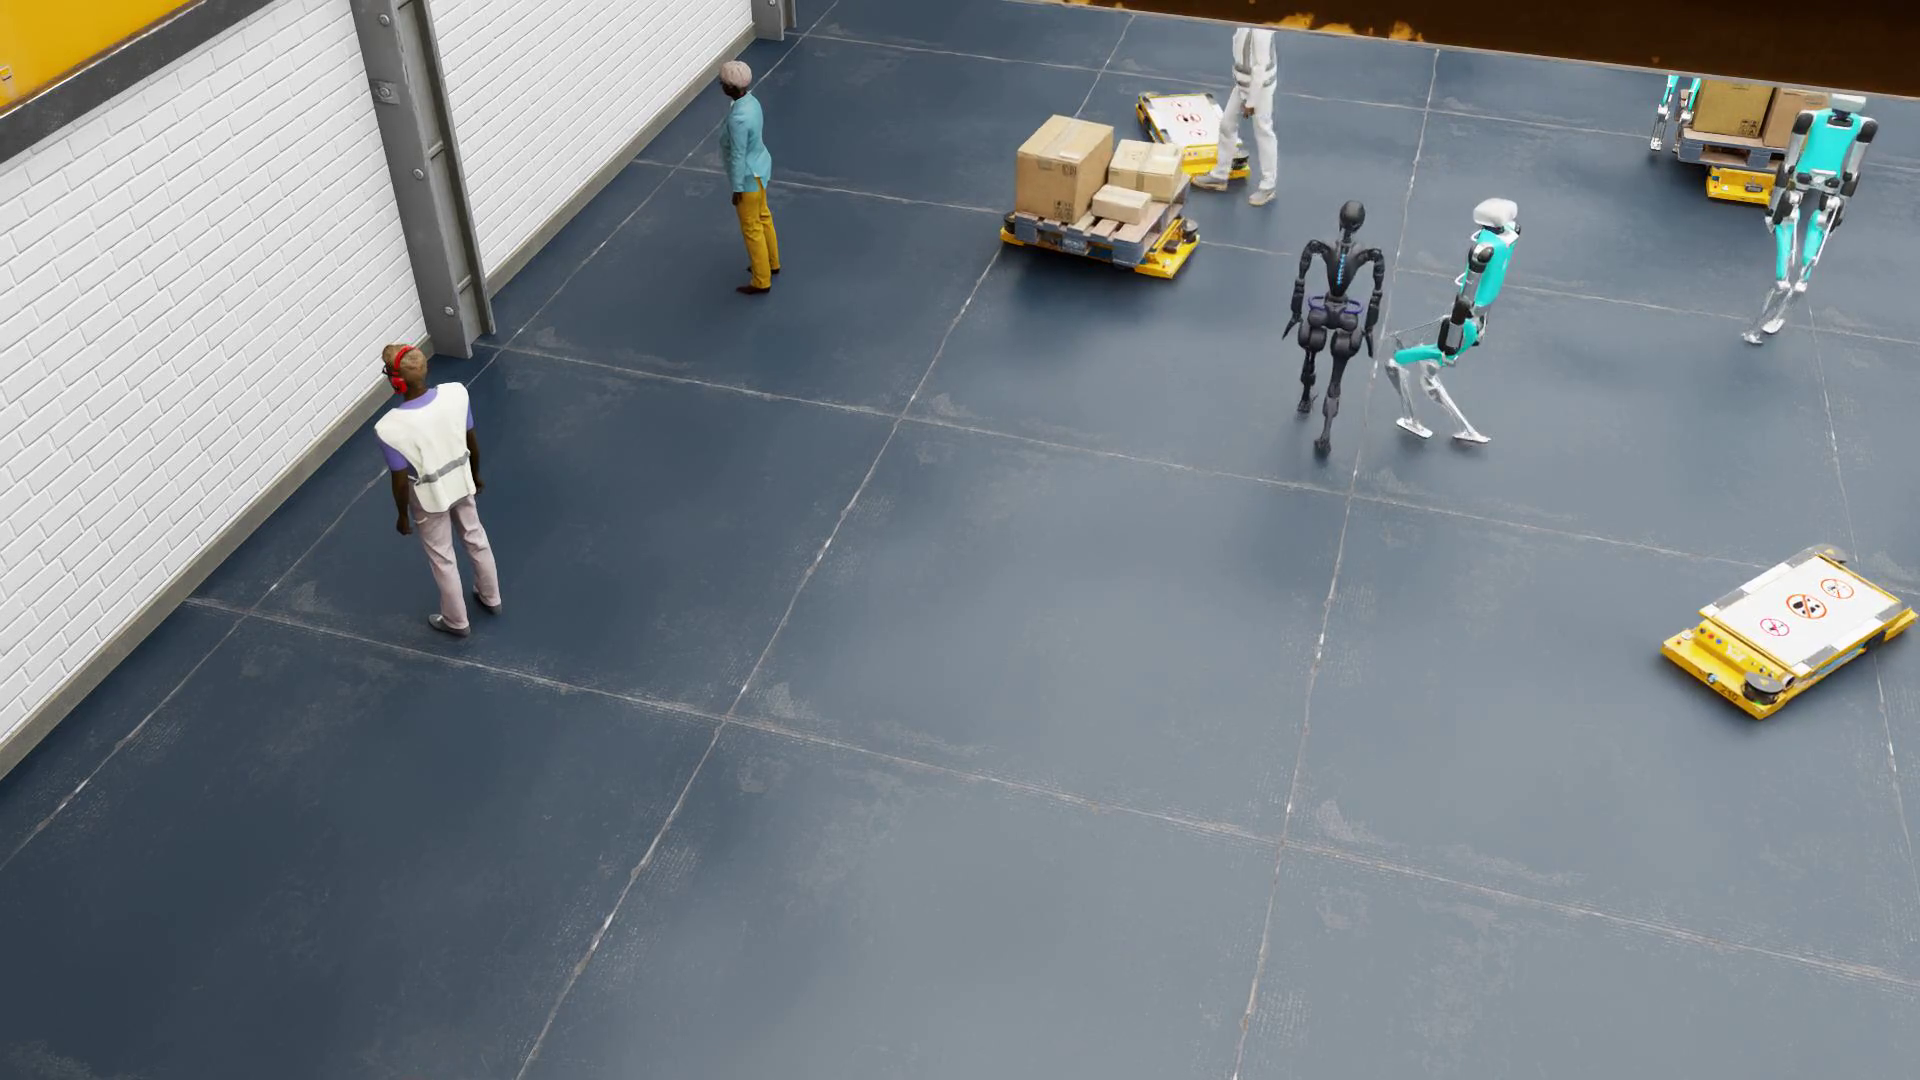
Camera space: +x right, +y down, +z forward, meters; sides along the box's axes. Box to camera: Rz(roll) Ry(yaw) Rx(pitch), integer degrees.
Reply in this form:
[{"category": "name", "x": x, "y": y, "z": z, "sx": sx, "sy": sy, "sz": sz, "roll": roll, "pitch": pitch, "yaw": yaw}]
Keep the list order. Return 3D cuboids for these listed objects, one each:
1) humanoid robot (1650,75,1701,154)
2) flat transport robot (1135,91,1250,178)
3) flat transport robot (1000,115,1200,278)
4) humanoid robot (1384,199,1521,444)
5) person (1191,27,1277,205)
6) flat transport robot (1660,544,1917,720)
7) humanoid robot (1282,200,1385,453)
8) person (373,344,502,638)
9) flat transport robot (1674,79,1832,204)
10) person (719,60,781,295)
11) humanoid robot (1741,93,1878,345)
[{"category": "humanoid robot", "x": 5.996, "y": -3.962, "z": 13.651, "sx": 0.533, "sy": 1.681, "sz": 0.735, "roll": 20, "pitch": 43, "yaw": 23}, {"category": "flat transport robot", "x": 1.995, "y": -3.506, "z": 14.366, "sx": 0.659, "sy": 0.231, "sz": 1.431, "roll": -5, "pitch": 39, "yaw": -7}, {"category": "flat transport robot", "x": 1.096, "y": -2.408, "z": 12.999, "sx": 1.431, "sy": 0.231, "sz": 0.659, "roll": 17, "pitch": 42, "yaw": 20}, {"category": "humanoid robot", "x": 3.073, "y": -1.366, "z": 10.523, "sx": 0.837, "sy": 1.768, "sz": 0.555, "roll": 26, "pitch": 46, "yaw": 29}, {"category": "person", "x": 2.283, "y": -3.571, "z": 13.188, "sx": 0.663, "sy": 1.851, "sz": 0.583, "roll": -6, "pitch": 39, "yaw": -7}, {"category": "flat transport robot", "x": 4.702, "y": 0.492, "z": 9.392, "sx": 1.431, "sy": 0.231, "sz": 0.659, "roll": -23, "pitch": 44, "yaw": -26}, {"category": "humanoid robot", "x": 2.369, "y": -1.383, "z": 10.627, "sx": 0.589, "sy": 1.633, "sz": 0.753, "roll": 9, "pitch": 40, "yaw": 11}, {"category": "person", "x": -2.826, "y": -0.254, "z": 9.061, "sx": 0.383, "sy": 1.845, "sz": 0.569, "roll": 26, "pitch": 45, "yaw": 28}, {"category": "flat transport robot", "x": 6.638, "y": -3.228, "z": 14.019, "sx": 0.659, "sy": 0.231, "sz": 1.431, "roll": 11, "pitch": 40, "yaw": 13}, {"category": "person", "x": -1.553, "y": -2.636, "z": 12.109, "sx": 0.343, "sy": 1.746, "sz": 0.532, "roll": 5, "pitch": 39, "yaw": 6}, {"category": "humanoid robot", "x": 5.913, "y": -2.161, "z": 11.545, "sx": 0.564, "sy": 1.807, "sz": 0.827, "roll": 6, "pitch": 39, "yaw": 7}]
